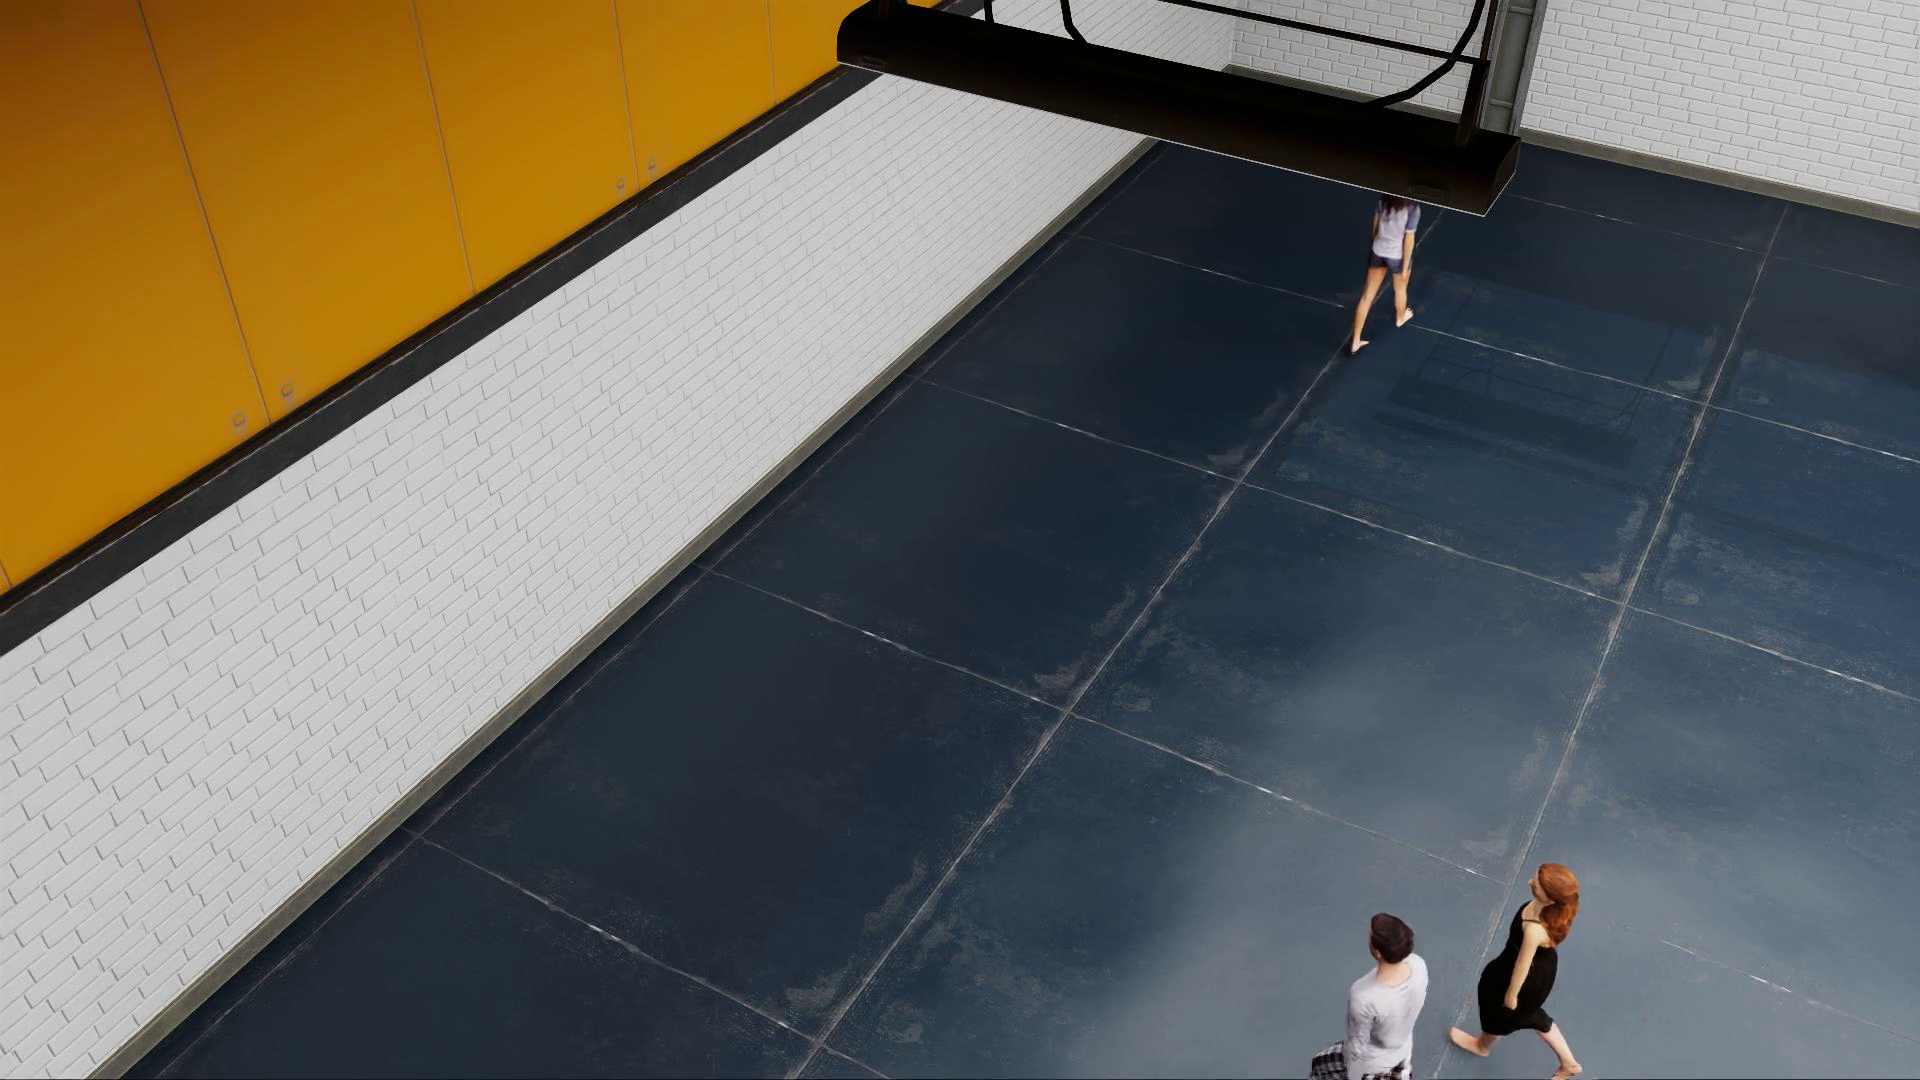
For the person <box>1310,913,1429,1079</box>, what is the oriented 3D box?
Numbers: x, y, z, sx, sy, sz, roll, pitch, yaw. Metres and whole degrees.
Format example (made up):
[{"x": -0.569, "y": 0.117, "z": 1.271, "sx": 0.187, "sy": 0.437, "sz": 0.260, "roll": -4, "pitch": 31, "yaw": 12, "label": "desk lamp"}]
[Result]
[{"x": 2.082, "y": 2.538, "z": 8.025, "sx": 1.004, "sy": 1.802, "sz": 1.213, "roll": -20, "pitch": 43, "yaw": -23, "label": "person"}]

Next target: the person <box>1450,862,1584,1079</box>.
[{"x": 2.988, "y": 2.250, "z": 8.542, "sx": 0.951, "sy": 1.607, "sz": 0.674, "roll": 26, "pitch": 45, "yaw": 29, "label": "person"}]

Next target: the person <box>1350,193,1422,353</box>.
[{"x": 3.636, "y": -2.382, "z": 14.286, "sx": 1.121, "sy": 1.678, "sz": 0.839, "roll": 30, "pitch": 47, "yaw": 32, "label": "person"}]
